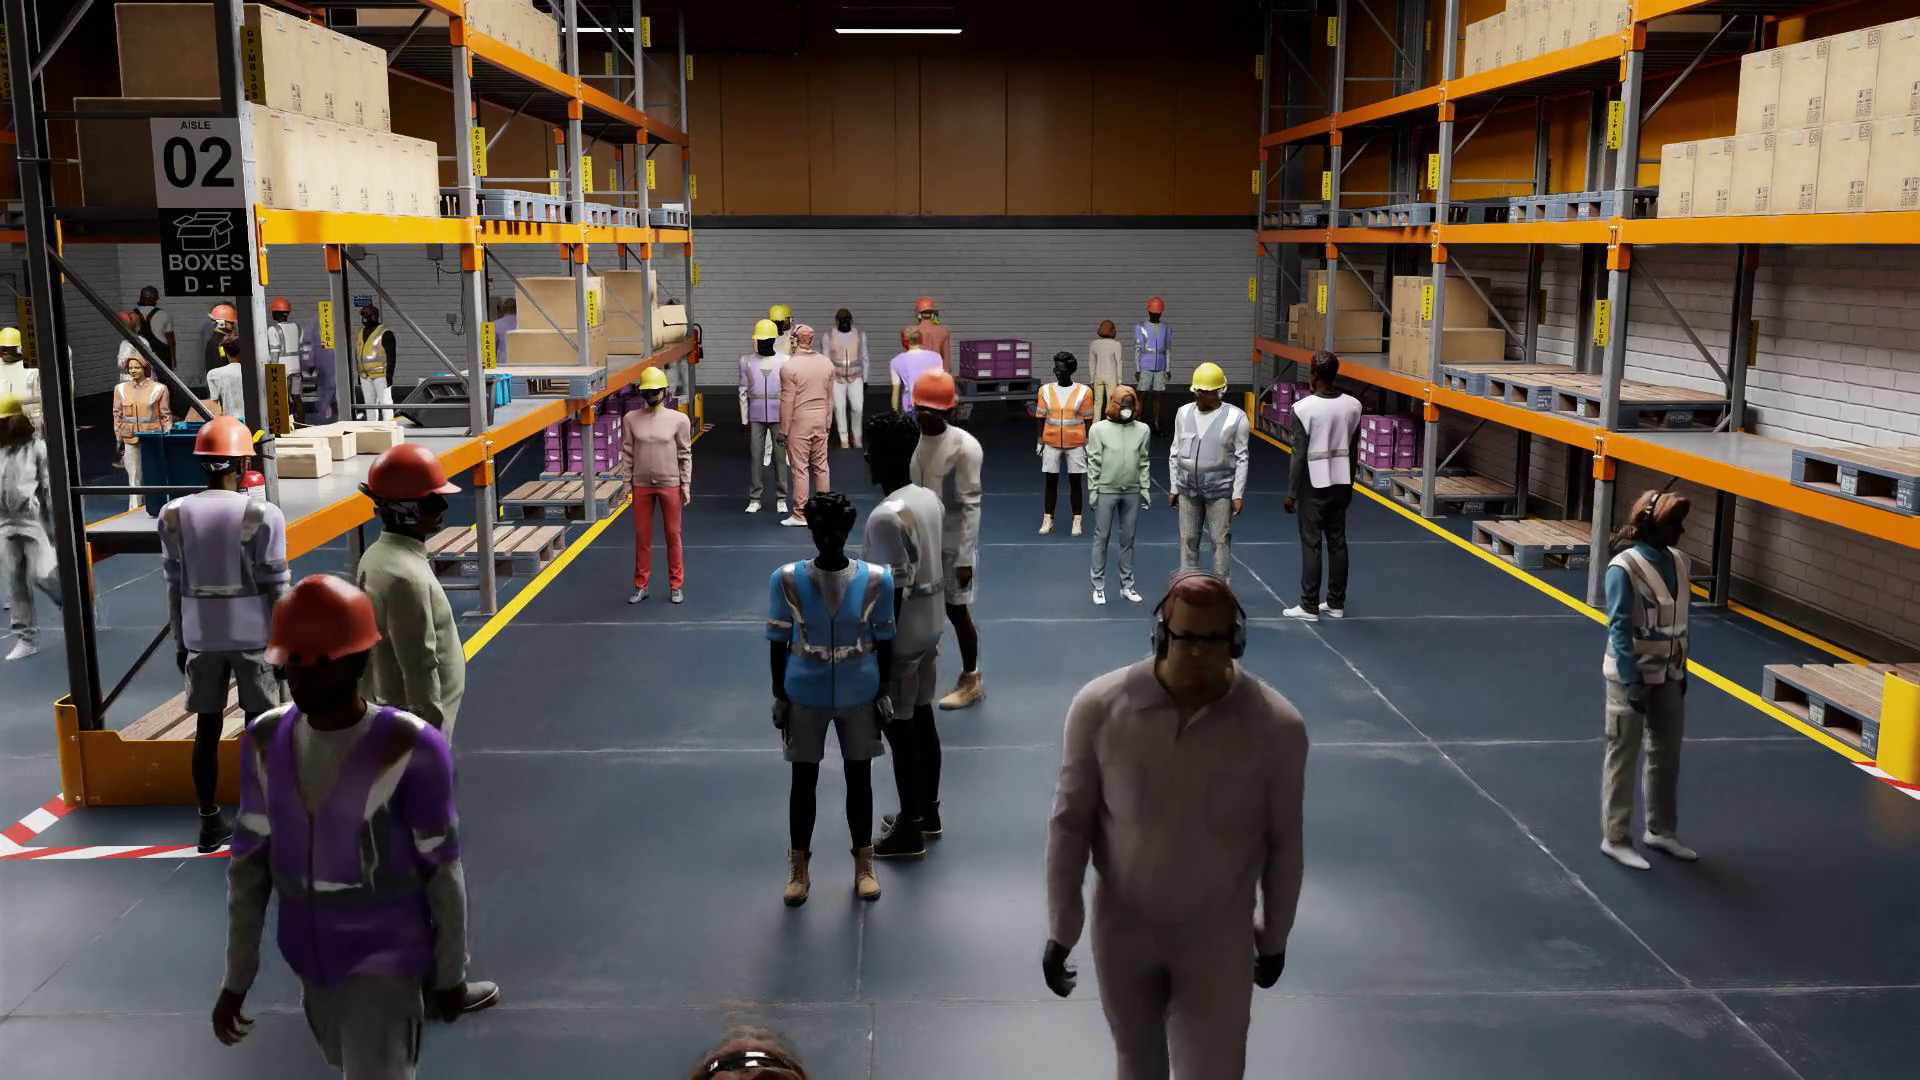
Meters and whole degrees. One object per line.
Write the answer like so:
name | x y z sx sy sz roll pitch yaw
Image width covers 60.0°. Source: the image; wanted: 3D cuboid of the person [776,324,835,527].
person | -1.481 -1.078 15.722 0.406 1.911 0.639 9 14 42

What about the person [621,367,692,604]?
person | -2.250 -0.399 12.335 0.523 1.769 0.314 0 10 1

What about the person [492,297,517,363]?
person | -6.323 -2.465 23.547 0.634 1.918 0.918 -6 12 -29

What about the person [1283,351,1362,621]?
person | 2.567 -0.378 11.793 0.592 1.920 0.392 -5 12 -28

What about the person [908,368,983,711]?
person | -0.100 0.021 9.345 0.624 1.991 0.752 8 13 37

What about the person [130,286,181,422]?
person | -12.036 -2.781 24.837 0.699 2.000 0.535 -1 10 -7

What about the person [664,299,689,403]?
person | -4.392 -2.822 25.727 0.437 1.816 0.689 6 12 30

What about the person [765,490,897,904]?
person | -0.521 0.636 6.763 0.535 1.697 0.318 -1 10 -7

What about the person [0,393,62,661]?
person | -6.050 -0.107 10.810 0.498 1.726 0.524 0 10 0

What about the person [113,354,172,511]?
person | -7.631 -0.915 15.560 0.514 1.642 0.310 -1 10 -7

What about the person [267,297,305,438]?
person | -9.042 -2.276 22.304 0.348 1.942 0.546 4 11 23

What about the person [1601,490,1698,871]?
person | 2.961 0.597 7.160 0.524 1.638 0.346 -6 12 -30

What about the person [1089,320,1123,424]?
person | 1.976 -2.151 22.460 0.497 1.634 0.279 7 12 32

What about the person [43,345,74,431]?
person | -9.931 -1.506 18.021 0.627 1.940 0.372 -2 10 -11

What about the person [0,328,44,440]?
person | -9.467 -1.221 16.751 0.592 1.825 0.404 -2 10 -11

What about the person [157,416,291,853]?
person | -3.195 0.420 7.326 0.541 1.932 0.382 0 10 -2

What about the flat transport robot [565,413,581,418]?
flat transport robot | -5.351 -1.857 24.620 1.431 0.197 0.652 8 13 37

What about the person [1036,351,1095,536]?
person | 0.951 -0.876 15.172 0.539 1.698 0.318 2 10 13

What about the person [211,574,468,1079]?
person | -1.509 1.027 3.999 0.546 1.896 0.962 3 11 15

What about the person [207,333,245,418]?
person | -6.546 -0.952 15.148 0.518 1.865 0.326 -4 11 -23

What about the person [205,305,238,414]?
person | -8.125 -1.604 18.431 0.386 1.989 0.608 -5 11 -26

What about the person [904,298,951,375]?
person | -0.397 -2.004 20.747 0.627 2.008 0.606 -3 11 -19

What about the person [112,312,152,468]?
person | -9.795 -1.808 19.929 0.586 1.859 0.780 8 13 36

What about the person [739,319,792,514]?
person | -1.889 -1.215 16.443 0.589 1.924 0.383 0 10 2

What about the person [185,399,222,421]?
person | -5.026 -0.131 11.204 0.500 1.635 0.287 9 14 42

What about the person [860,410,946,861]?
person | -0.261 0.414 7.249 0.362 1.963 0.614 3 11 18

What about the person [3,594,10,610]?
person | -7.119 -0.357 12.100 0.533 1.767 0.326 0 10 -2

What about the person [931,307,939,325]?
person | -0.436 -2.181 22.121 0.544 1.830 0.962 7 12 35

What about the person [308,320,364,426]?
person | -8.922 -2.482 23.758 0.693 1.842 1.033 6 12 31

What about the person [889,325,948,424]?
person | -0.424 -1.319 17.324 0.603 1.811 0.555 -2 10 -13

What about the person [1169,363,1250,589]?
person | 1.774 -0.367 12.000 0.588 1.822 0.403 6 12 29

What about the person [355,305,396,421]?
person | -7.793 -2.196 22.140 0.624 1.844 0.430 5 11 26

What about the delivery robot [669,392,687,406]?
delivery robot | -4.354 -1.999 24.361 0.477 0.478 0.707 10 14 43

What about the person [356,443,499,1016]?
person | -1.896 0.657 5.816 0.378 1.995 0.609 -6 12 -30

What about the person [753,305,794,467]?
person | -2.185 -1.843 19.922 0.587 1.930 0.360 -2 10 -8

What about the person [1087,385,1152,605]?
person | 1.182 -0.337 12.358 0.498 1.632 0.280 -3 11 -16

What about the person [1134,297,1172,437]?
person | 2.660 -2.370 22.870 0.543 1.927 0.384 -3 10 -14

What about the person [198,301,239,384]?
person | -9.881 -2.267 22.423 0.652 1.878 1.004 4 11 23

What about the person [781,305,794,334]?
person | -2.379 -2.270 22.574 0.588 1.833 0.404 1 10 4

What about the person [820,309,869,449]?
person | -1.470 -2.061 21.443 0.633 1.821 0.580 -2 10 -9

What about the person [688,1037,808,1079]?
person | -0.261 1.480 2.279 0.541 1.615 0.649 -3 11 -17

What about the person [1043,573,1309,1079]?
person | 0.554 0.996 4.324 0.647 1.862 0.960 3 11 14
